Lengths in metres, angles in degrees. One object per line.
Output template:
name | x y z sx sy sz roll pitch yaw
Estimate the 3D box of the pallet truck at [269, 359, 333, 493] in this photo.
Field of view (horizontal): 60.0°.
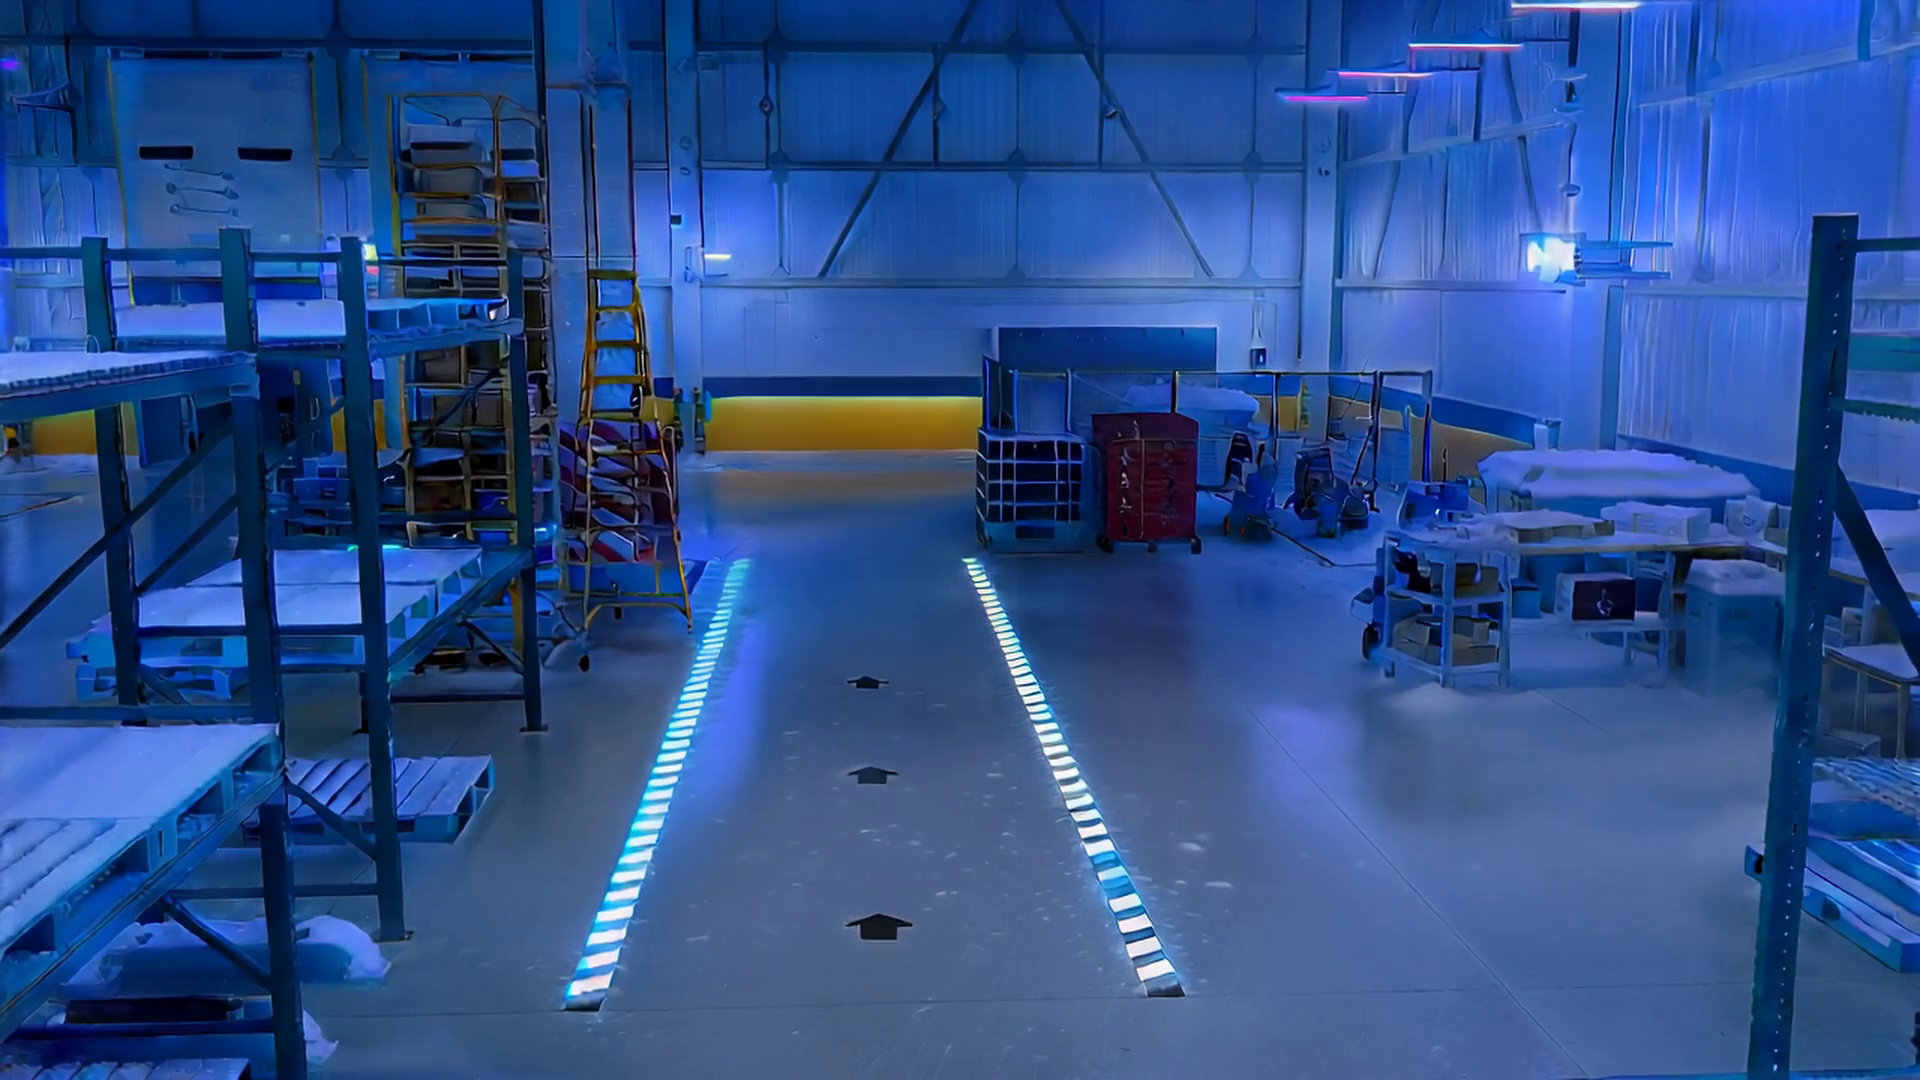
pallet truck | -7.062 -1.131 18.996 1.885 1.965 0.823 2 9 13
